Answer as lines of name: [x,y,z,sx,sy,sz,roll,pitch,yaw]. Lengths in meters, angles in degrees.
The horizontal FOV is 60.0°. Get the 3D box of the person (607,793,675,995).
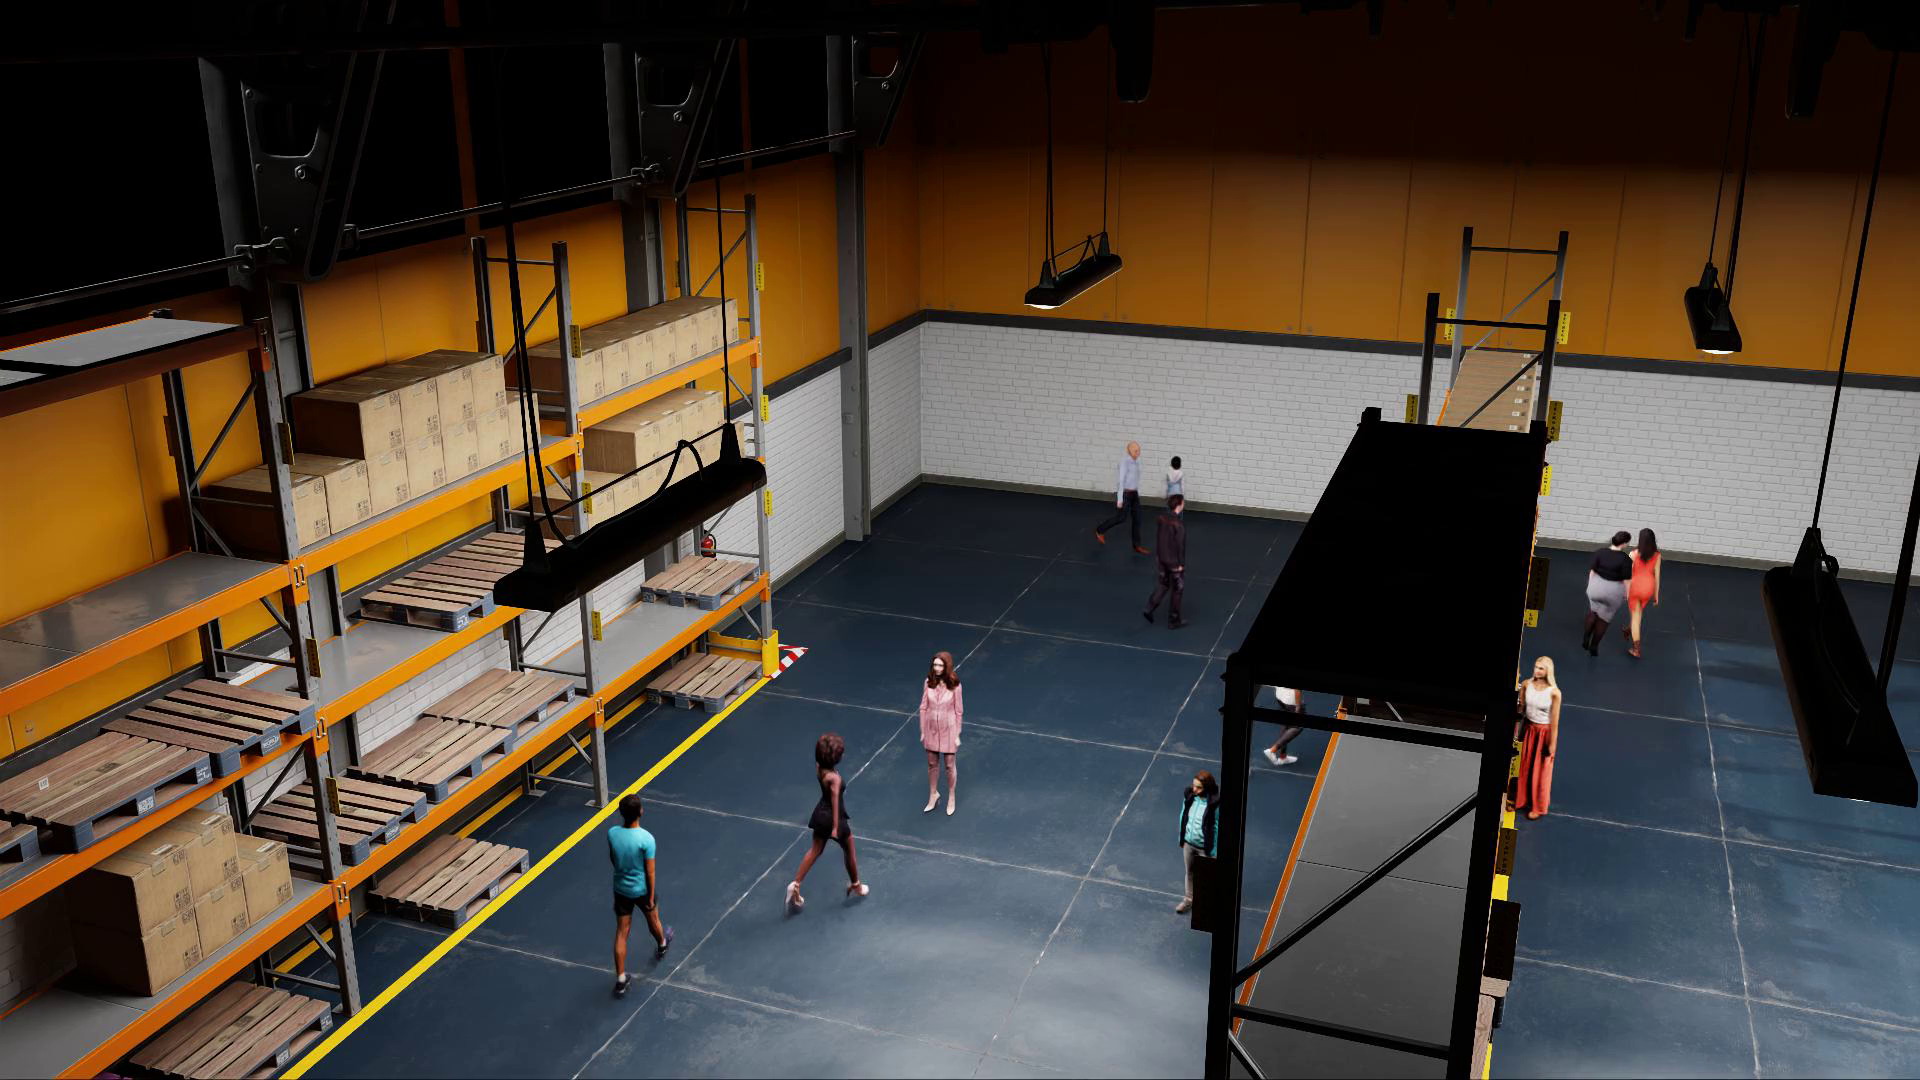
person: [-2.866,3.080,14.350,0.714,1.731,1.139,4,19,13]

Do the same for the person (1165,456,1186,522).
person: [3.380,-0.702,26.343,0.498,1.245,0.811,7,20,20]

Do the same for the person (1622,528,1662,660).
person: [8.800,0.717,21.442,0.865,1.684,1.121,0,19,-1]

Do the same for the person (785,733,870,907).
person: [-1.304,2.659,15.564,1.124,1.754,0.970,-12,22,-32]

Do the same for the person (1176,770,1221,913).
person: [2.239,2.809,15.517,0.647,1.501,0.670,14,23,36]

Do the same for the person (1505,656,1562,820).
person: [6.024,2.042,17.328,0.759,1.799,0.753,-16,24,-39]

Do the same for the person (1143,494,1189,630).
person: [2.773,0.315,22.315,1.046,1.889,0.944,-13,23,-35]

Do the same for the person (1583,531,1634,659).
person: [8.260,0.730,21.335,0.807,1.727,0.798,-18,25,-42]

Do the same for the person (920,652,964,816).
person: [-0.188,2.008,17.422,0.608,1.803,0.510,6,20,17]

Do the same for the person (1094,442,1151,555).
person: [2.483,-0.657,25.409,0.997,1.756,1.186,13,23,34]
